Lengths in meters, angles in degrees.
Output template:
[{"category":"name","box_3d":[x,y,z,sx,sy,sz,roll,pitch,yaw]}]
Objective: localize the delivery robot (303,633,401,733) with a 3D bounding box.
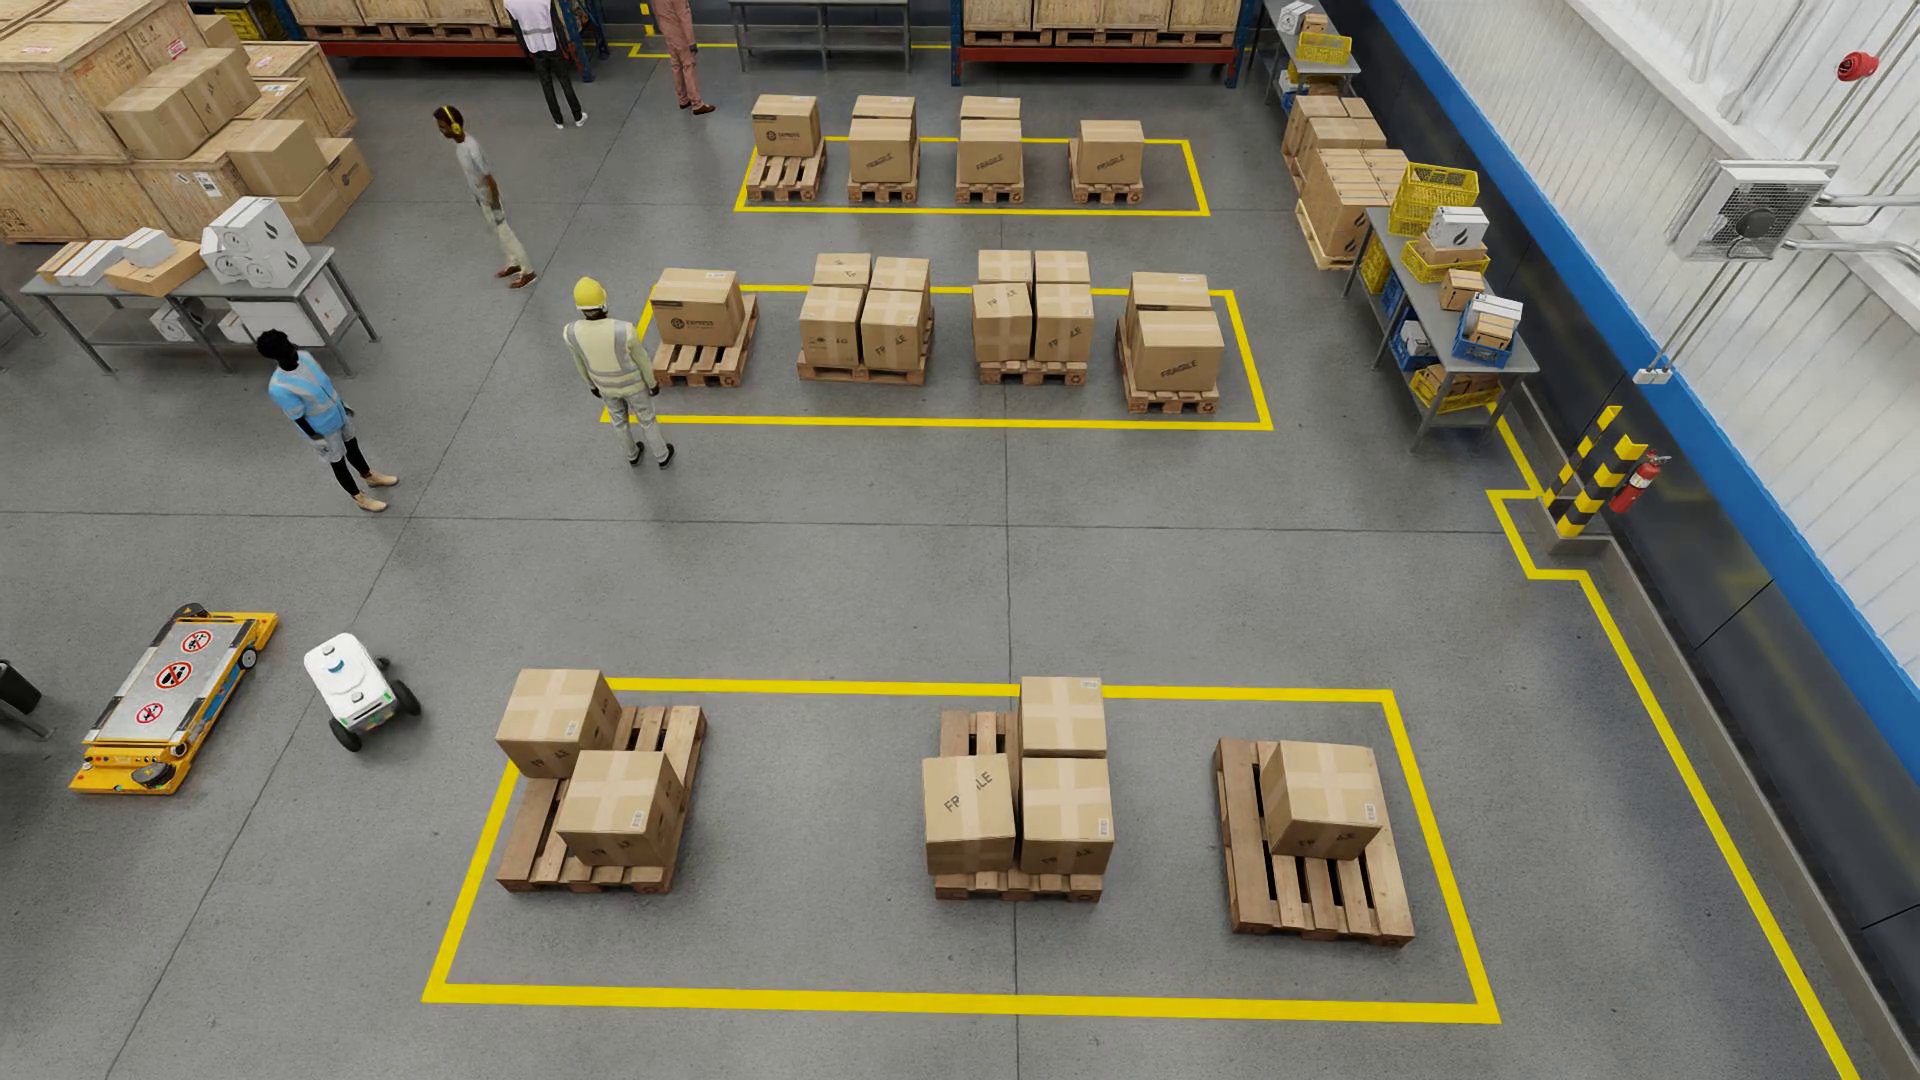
[{"category":"delivery robot","box_3d":[-4.185,0.968,6.286,0.477,0.478,0.707,-36,59,-27]}]

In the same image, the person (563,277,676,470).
[{"category":"person","box_3d":[-2.758,-1.304,7.445,0.592,1.826,0.403,2,50,2]}]

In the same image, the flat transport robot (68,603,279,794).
[{"category":"flat transport robot","box_3d":[-5.504,1.072,6.442,0.652,0.197,1.431,1,50,1]}]

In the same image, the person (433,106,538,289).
[{"category":"person","box_3d":[-4.756,-3.419,9.203,0.310,1.868,0.534,-35,58,-26]}]

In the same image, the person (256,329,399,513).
[{"category":"person","box_3d":[-4.980,-0.935,7.211,0.321,1.697,0.530,-2,50,-2]}]

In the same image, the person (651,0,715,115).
[{"category":"person","box_3d":[-3.601,-6.513,11.796,0.651,1.906,0.404,35,58,26]}]

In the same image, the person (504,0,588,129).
[{"category":"person","box_3d":[-5.202,-6.166,11.493,0.593,1.921,0.388,-9,50,-8]}]
